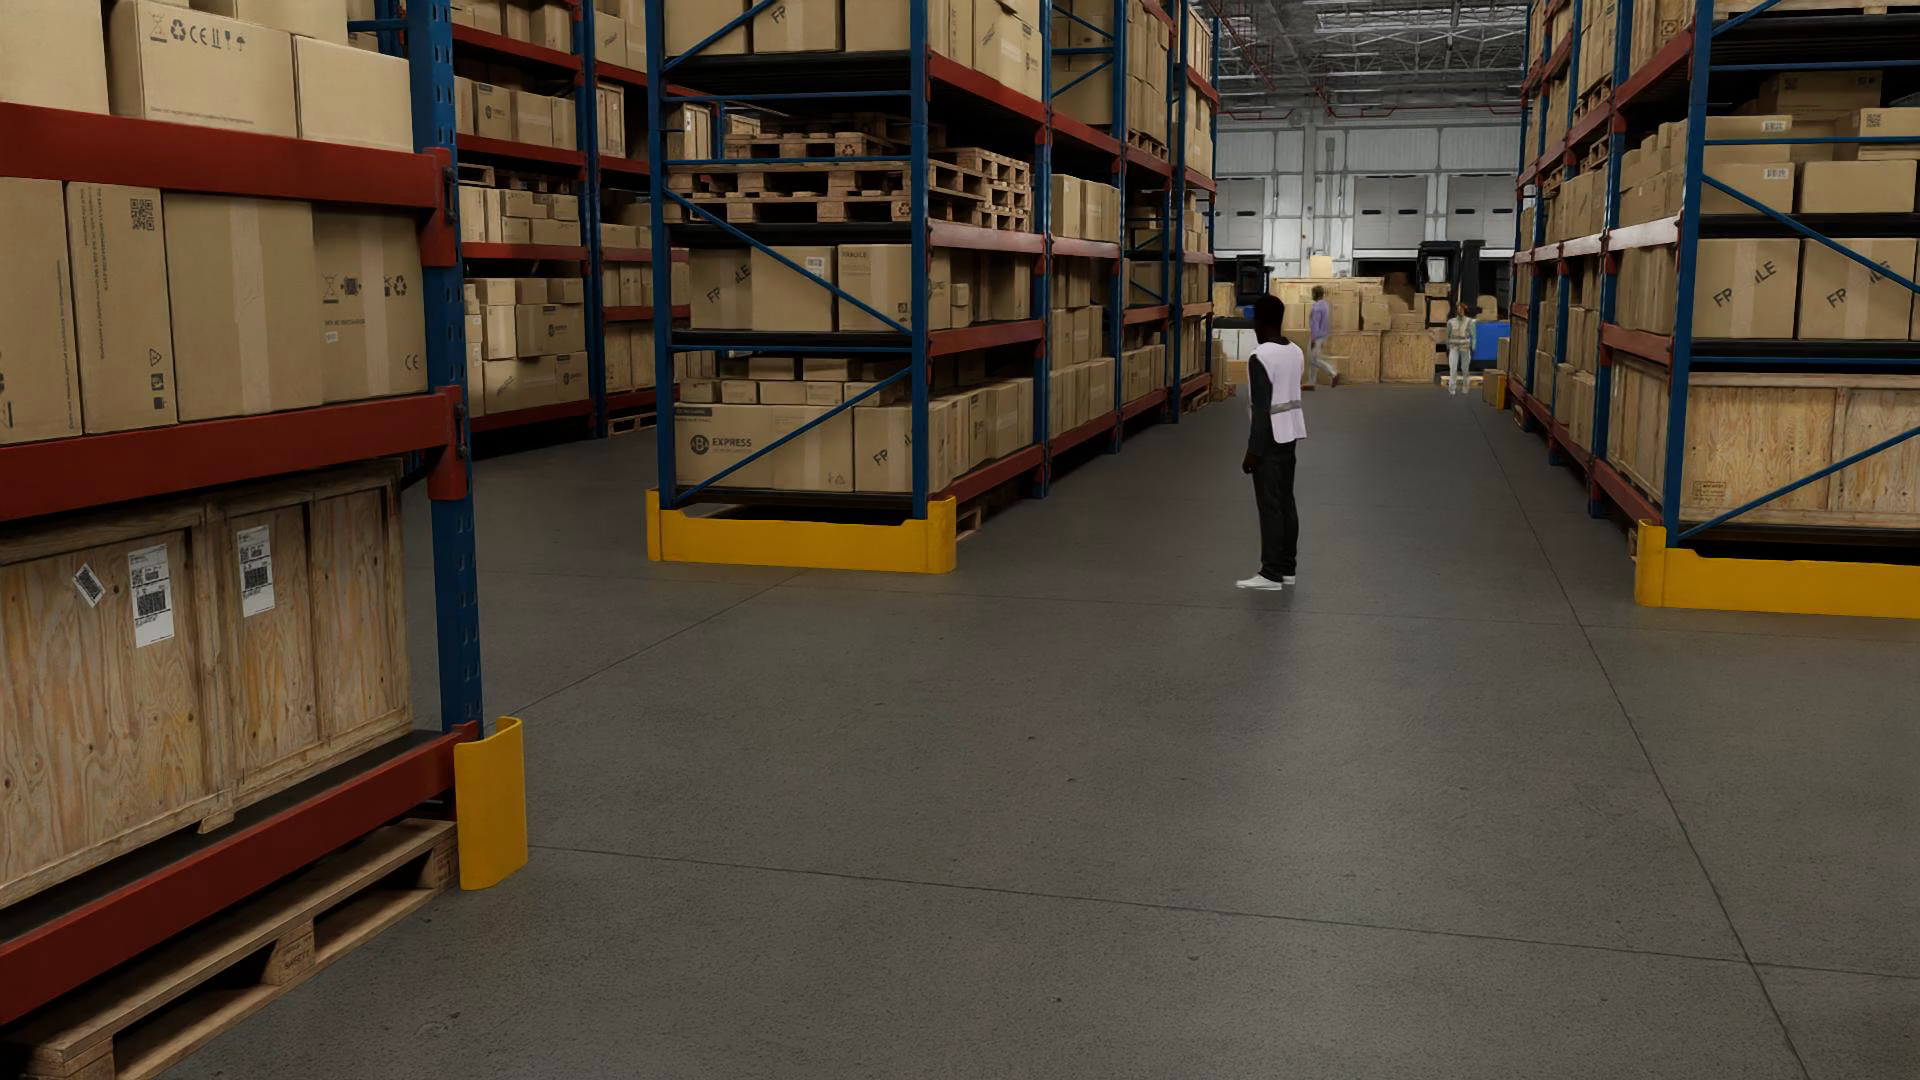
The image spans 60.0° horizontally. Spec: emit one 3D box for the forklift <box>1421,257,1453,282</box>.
[{"bbox_3d":[12.635,-6.339,44.048,1.129,2.768,1.873,2,9,15],"label":"forklift"}]

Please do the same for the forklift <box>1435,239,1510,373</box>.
[{"bbox_3d":[10.790,-4.944,35.185,1.873,2.768,1.129,2,9,15],"label":"forklift"}]

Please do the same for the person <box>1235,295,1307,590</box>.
[{"bbox_3d":[2.038,-0.626,10.813,0.393,1.913,0.590,7,11,36],"label":"person"}]

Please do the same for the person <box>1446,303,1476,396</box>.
[{"bbox_3d":[8.713,-3.317,28.882,0.524,1.606,0.829,5,10,28],"label":"person"}]

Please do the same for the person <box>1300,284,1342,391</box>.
[{"bbox_3d":[6.453,-3.602,29.710,0.716,1.917,0.636,4,10,23],"label":"person"}]

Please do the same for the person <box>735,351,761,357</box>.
[{"bbox_3d":[-2.885,-2.496,22.524,0.366,1.967,0.603,-5,10,-29],"label":"person"}]

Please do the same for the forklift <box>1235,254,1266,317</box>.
[{"bbox_3d":[9.764,-8.224,56.022,1.129,2.768,1.873,5,10,27],"label":"forklift"}]
